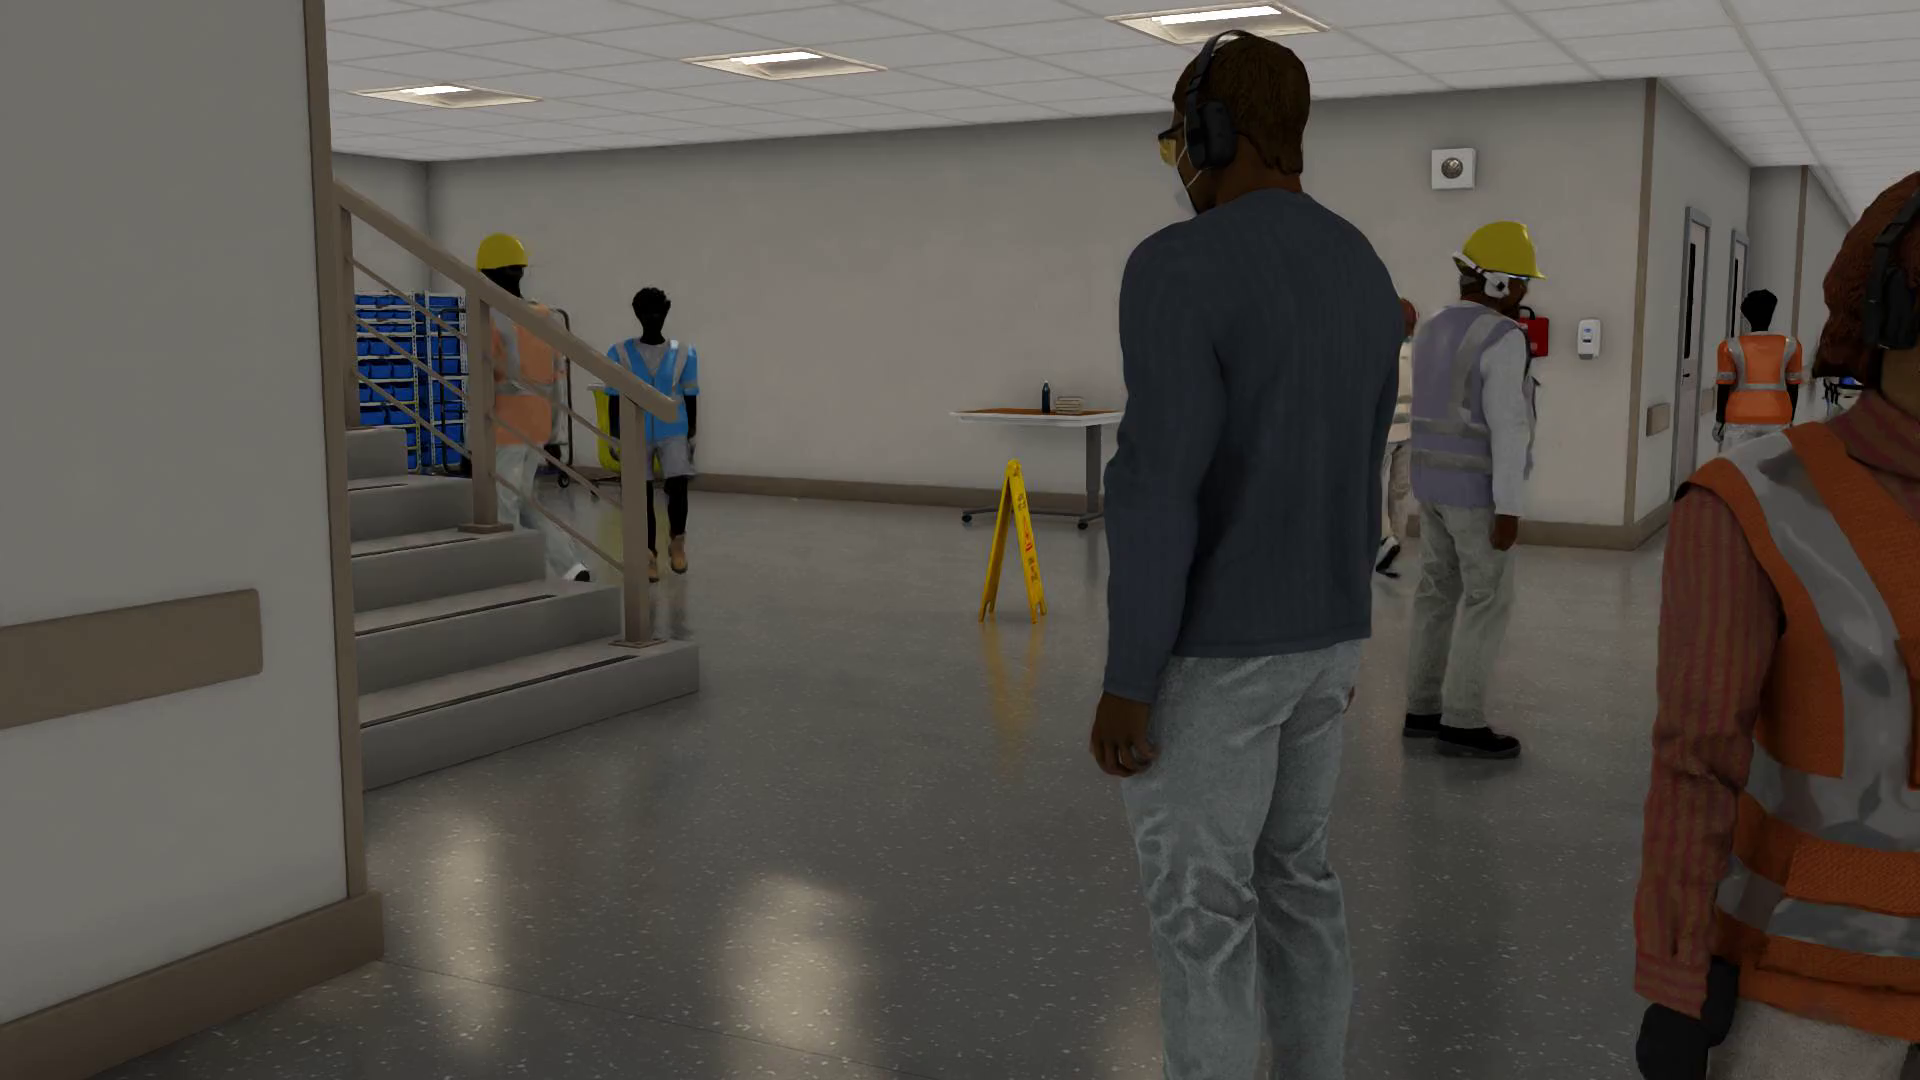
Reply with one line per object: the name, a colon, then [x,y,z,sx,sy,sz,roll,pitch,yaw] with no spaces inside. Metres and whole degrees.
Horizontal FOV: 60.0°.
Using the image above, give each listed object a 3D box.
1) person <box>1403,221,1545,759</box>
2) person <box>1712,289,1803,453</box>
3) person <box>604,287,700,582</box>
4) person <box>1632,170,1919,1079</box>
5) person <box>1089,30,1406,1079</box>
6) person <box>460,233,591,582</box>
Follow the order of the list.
person: [1.747,-0.176,5.745,0.411,1.818,0.697,-2,8,-13]
person: [5.119,-0.759,10.700,0.532,1.697,0.322,1,8,10]
person: [-1.749,-0.590,9.474,0.535,1.687,0.363,-1,8,-10]
person: [0.918,0.460,1.597,0.534,1.627,0.419,-2,8,-12]
person: [0.451,0.179,2.630,0.384,1.928,0.636,7,10,43]
person: [-2.152,-0.528,8.104,0.493,1.912,0.590,3,8,21]
